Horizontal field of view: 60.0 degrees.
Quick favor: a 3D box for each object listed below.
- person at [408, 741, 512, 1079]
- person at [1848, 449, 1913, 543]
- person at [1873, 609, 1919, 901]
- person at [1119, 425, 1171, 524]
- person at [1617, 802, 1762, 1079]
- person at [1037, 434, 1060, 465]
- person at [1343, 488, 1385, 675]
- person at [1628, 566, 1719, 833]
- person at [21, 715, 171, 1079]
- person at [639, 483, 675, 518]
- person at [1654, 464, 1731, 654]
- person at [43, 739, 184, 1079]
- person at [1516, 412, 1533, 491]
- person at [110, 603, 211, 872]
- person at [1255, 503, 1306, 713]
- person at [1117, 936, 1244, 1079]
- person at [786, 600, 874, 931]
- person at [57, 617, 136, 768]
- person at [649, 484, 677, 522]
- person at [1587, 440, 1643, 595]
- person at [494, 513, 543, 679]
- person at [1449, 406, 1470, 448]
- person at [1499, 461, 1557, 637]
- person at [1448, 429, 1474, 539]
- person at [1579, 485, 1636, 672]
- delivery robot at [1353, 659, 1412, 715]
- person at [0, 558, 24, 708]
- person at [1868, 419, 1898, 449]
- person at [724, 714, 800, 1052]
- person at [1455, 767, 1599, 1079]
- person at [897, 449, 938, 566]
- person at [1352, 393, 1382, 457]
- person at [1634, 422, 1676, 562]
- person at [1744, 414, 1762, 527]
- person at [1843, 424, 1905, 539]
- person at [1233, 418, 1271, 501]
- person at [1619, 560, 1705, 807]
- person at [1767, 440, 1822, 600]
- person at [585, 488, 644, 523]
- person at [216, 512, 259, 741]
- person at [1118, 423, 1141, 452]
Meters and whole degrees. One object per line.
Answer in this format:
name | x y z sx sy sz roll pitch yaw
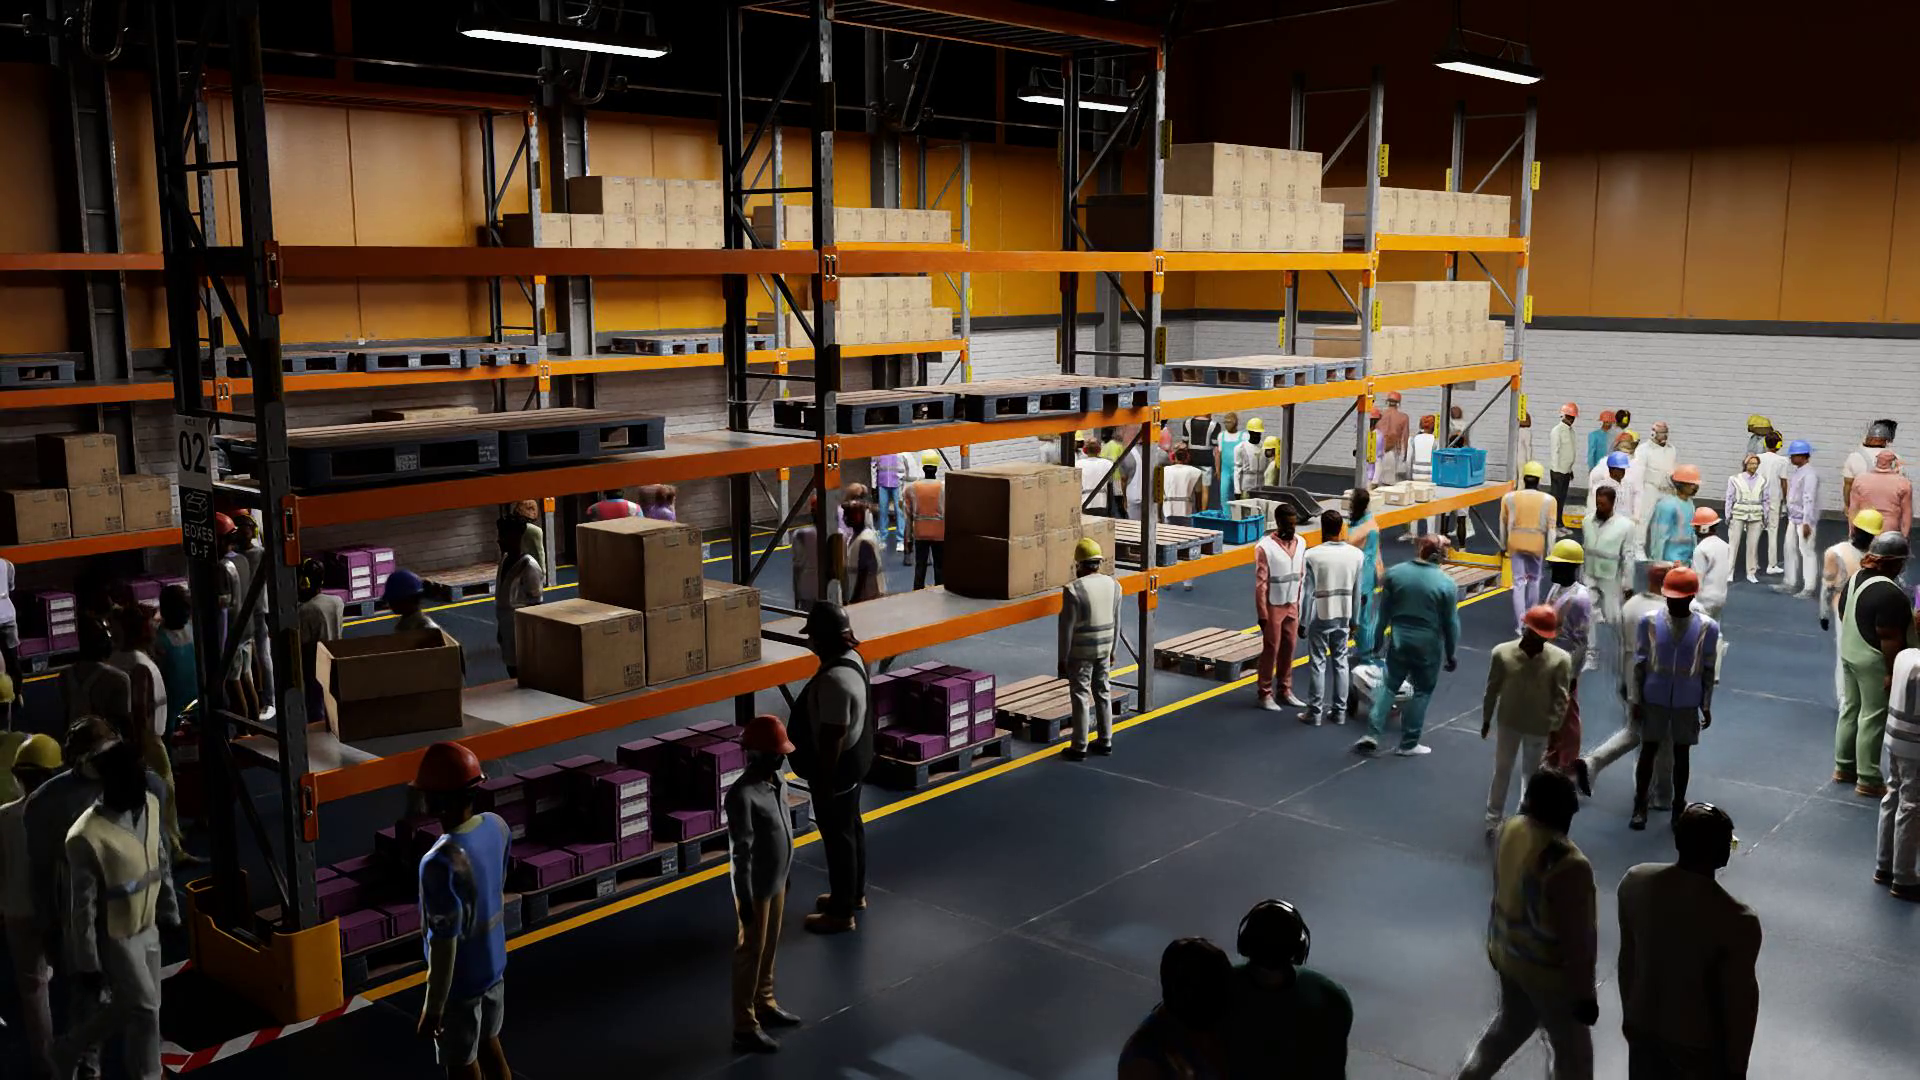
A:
person | -2.154 1.861 7.168 0.370 2.044 0.608 1 10 9
person | 10.694 -0.109 19.336 0.652 1.906 0.402 7 12 37
person | 6.130 1.356 10.662 0.362 1.883 0.576 2 10 11
person | 2.422 -0.543 21.530 0.684 2.000 0.538 4 10 21
person | 2.912 1.996 6.719 0.367 1.932 0.623 -6 11 -30
person | 1.302 -0.871 24.409 0.443 1.717 0.552 6 11 31
person | 3.958 0.399 16.406 0.446 1.874 0.705 -1 10 -8
person | 5.071 1.134 11.841 0.543 1.932 0.376 4 10 22
person | -4.136 1.775 8.042 0.622 1.932 0.383 -7 12 -37
person | -3.558 -0.093 19.684 0.520 1.761 0.335 6 11 32
person | 7.449 0.215 17.117 1.046 1.991 0.617 8 13 41
person | -3.983 1.833 7.797 0.769 1.893 0.596 1 10 5
person | 9.136 -1.270 27.080 0.271 1.632 0.508 -3 10 -18
person | -5.481 1.330 10.993 0.724 1.823 0.579 -8 12 -39
person | 2.894 0.601 15.104 0.600 1.909 0.388 -7 12 -36
person | 0.771 2.220 5.628 0.430 1.845 0.624 6 11 33
person | -0.802 1.355 10.196 0.536 2.000 0.684 1 10 4
person | -5.428 1.400 10.536 0.505 1.839 0.344 2 10 14
person | -3.271 0.187 18.411 0.418 1.621 0.534 -5 11 -28
person | 7.982 -0.278 20.318 0.641 1.919 0.411 -1 10 -6
person | -3.741 0.746 14.051 0.367 1.966 0.606 -9 13 -42
person | 8.562 -1.500 28.560 0.671 1.609 0.463 -4 10 -24
person | 6.229 0.075 18.294 0.596 1.886 0.889 3 10 17
person | 7.381 -0.827 24.483 0.409 1.627 0.657 2 10 13
person | 6.453 0.372 16.537 0.752 1.891 0.592 -6 11 -33
delivery robot | 3.731 1.294 14.706 0.477 0.478 0.707 -1 10 -4
person | -8.706 0.729 14.957 0.322 1.696 0.536 2 10 12
person | 12.508 -0.678 22.586 0.465 1.949 0.641 1 10 7
person | -1.008 1.755 8.660 0.342 1.748 0.573 3 10 16
person | 2.643 1.921 7.547 0.642 1.813 0.700 -1 10 -5
person | -0.564 -0.601 22.218 0.546 1.929 0.389 -1 10 -7
person | 6.874 -1.575 28.030 0.384 1.924 0.594 -9 13 -43
person | 9.459 -0.653 22.584 0.653 1.906 0.408 -3 10 -20
person | 12.181 -1.061 25.546 0.320 1.737 0.487 2 10 13
person | 11.570 -0.469 21.083 0.675 2.000 0.537 6 11 34
person | 4.064 -0.743 23.112 0.582 1.916 0.402 -5 11 -26
person | 5.354 1.042 12.707 0.594 1.836 0.917 3 10 18
person | 10.172 -0.250 20.154 0.499 1.926 0.645 2 10 12
person | -3.594 0.245 17.440 0.621 1.838 0.429 -1 10 -8
person | -6.015 0.782 13.659 0.408 2.035 0.601 -1 10 -8
person | 3.151 -1.979 30.491 0.641 1.912 0.410 -6 11 -32
